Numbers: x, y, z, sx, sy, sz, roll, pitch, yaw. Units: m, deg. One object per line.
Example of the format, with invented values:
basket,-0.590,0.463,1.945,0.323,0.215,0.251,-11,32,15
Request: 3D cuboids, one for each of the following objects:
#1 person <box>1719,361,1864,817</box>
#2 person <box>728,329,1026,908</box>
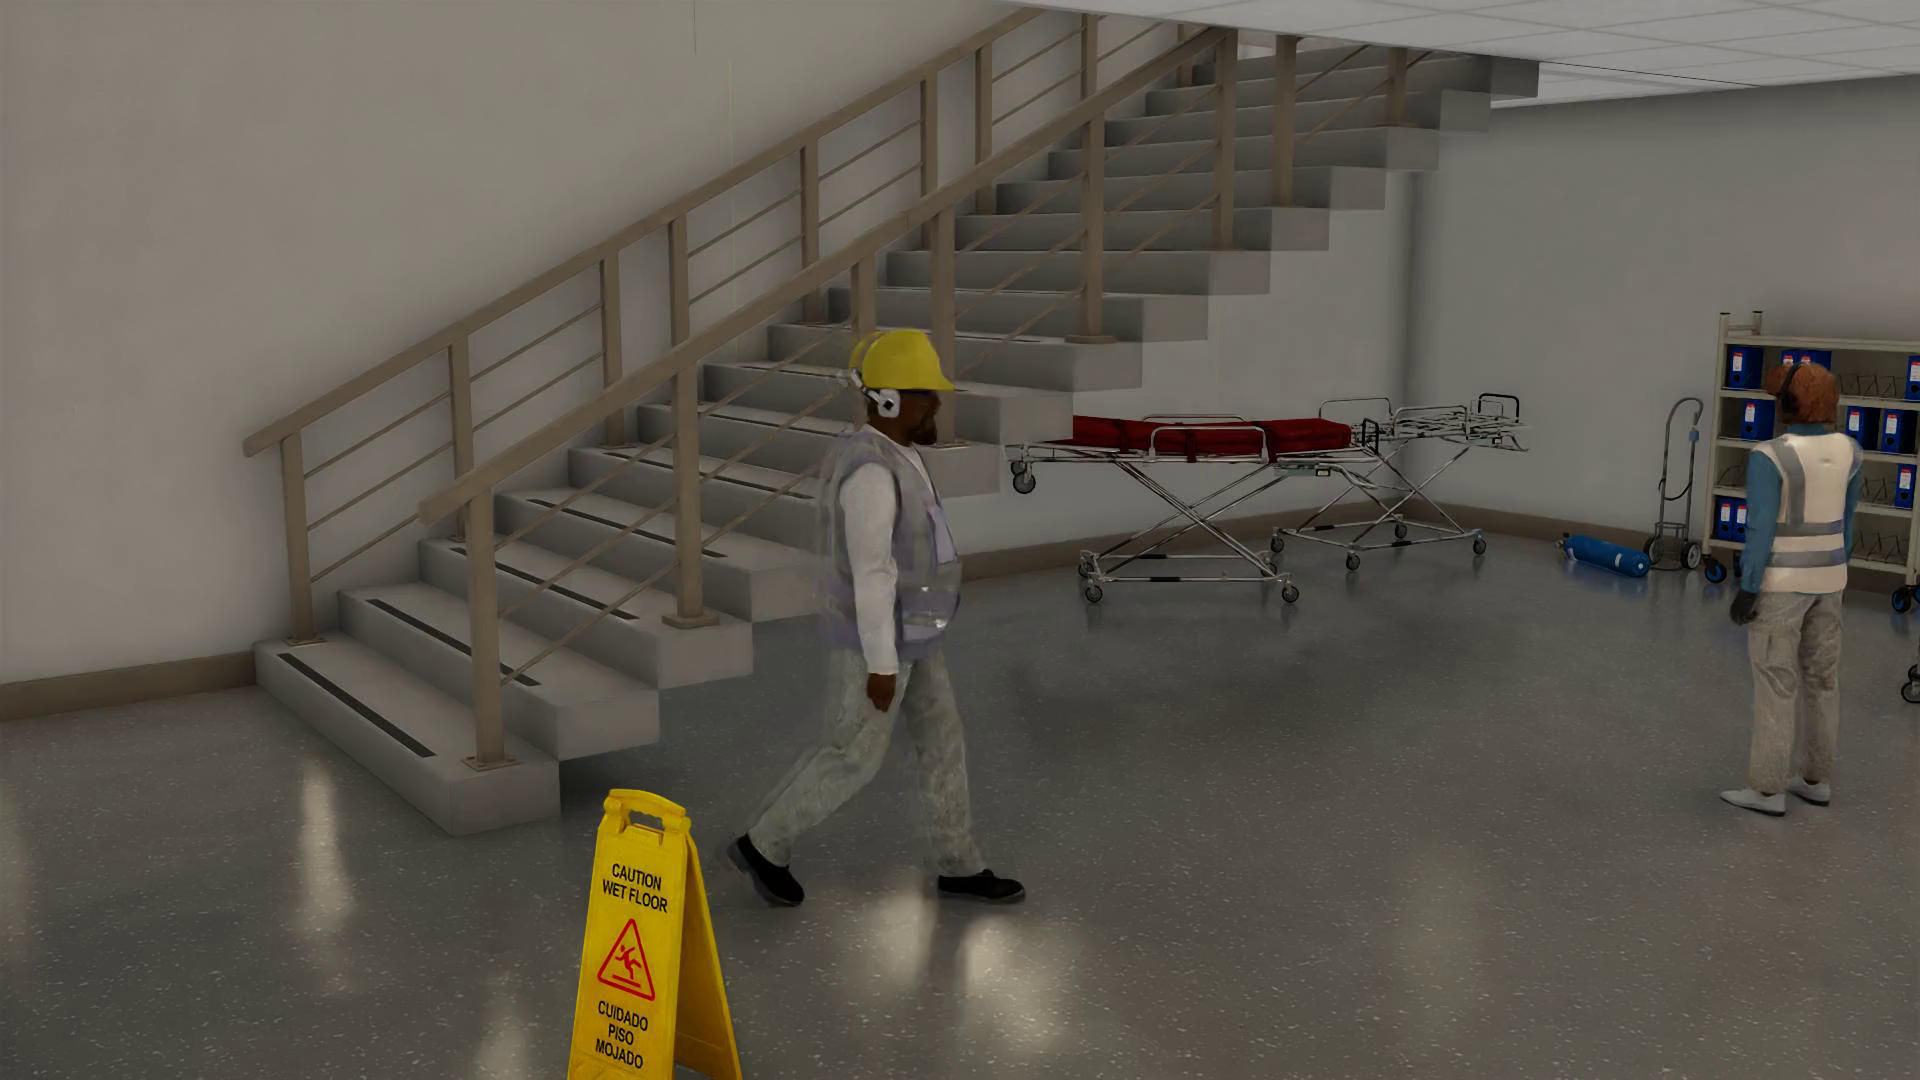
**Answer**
person,3.003,0.177,5.988,0.522,1.636,0.310,-4,11,-23
person,-0.273,0.261,5.050,0.871,1.803,0.604,1,10,7
